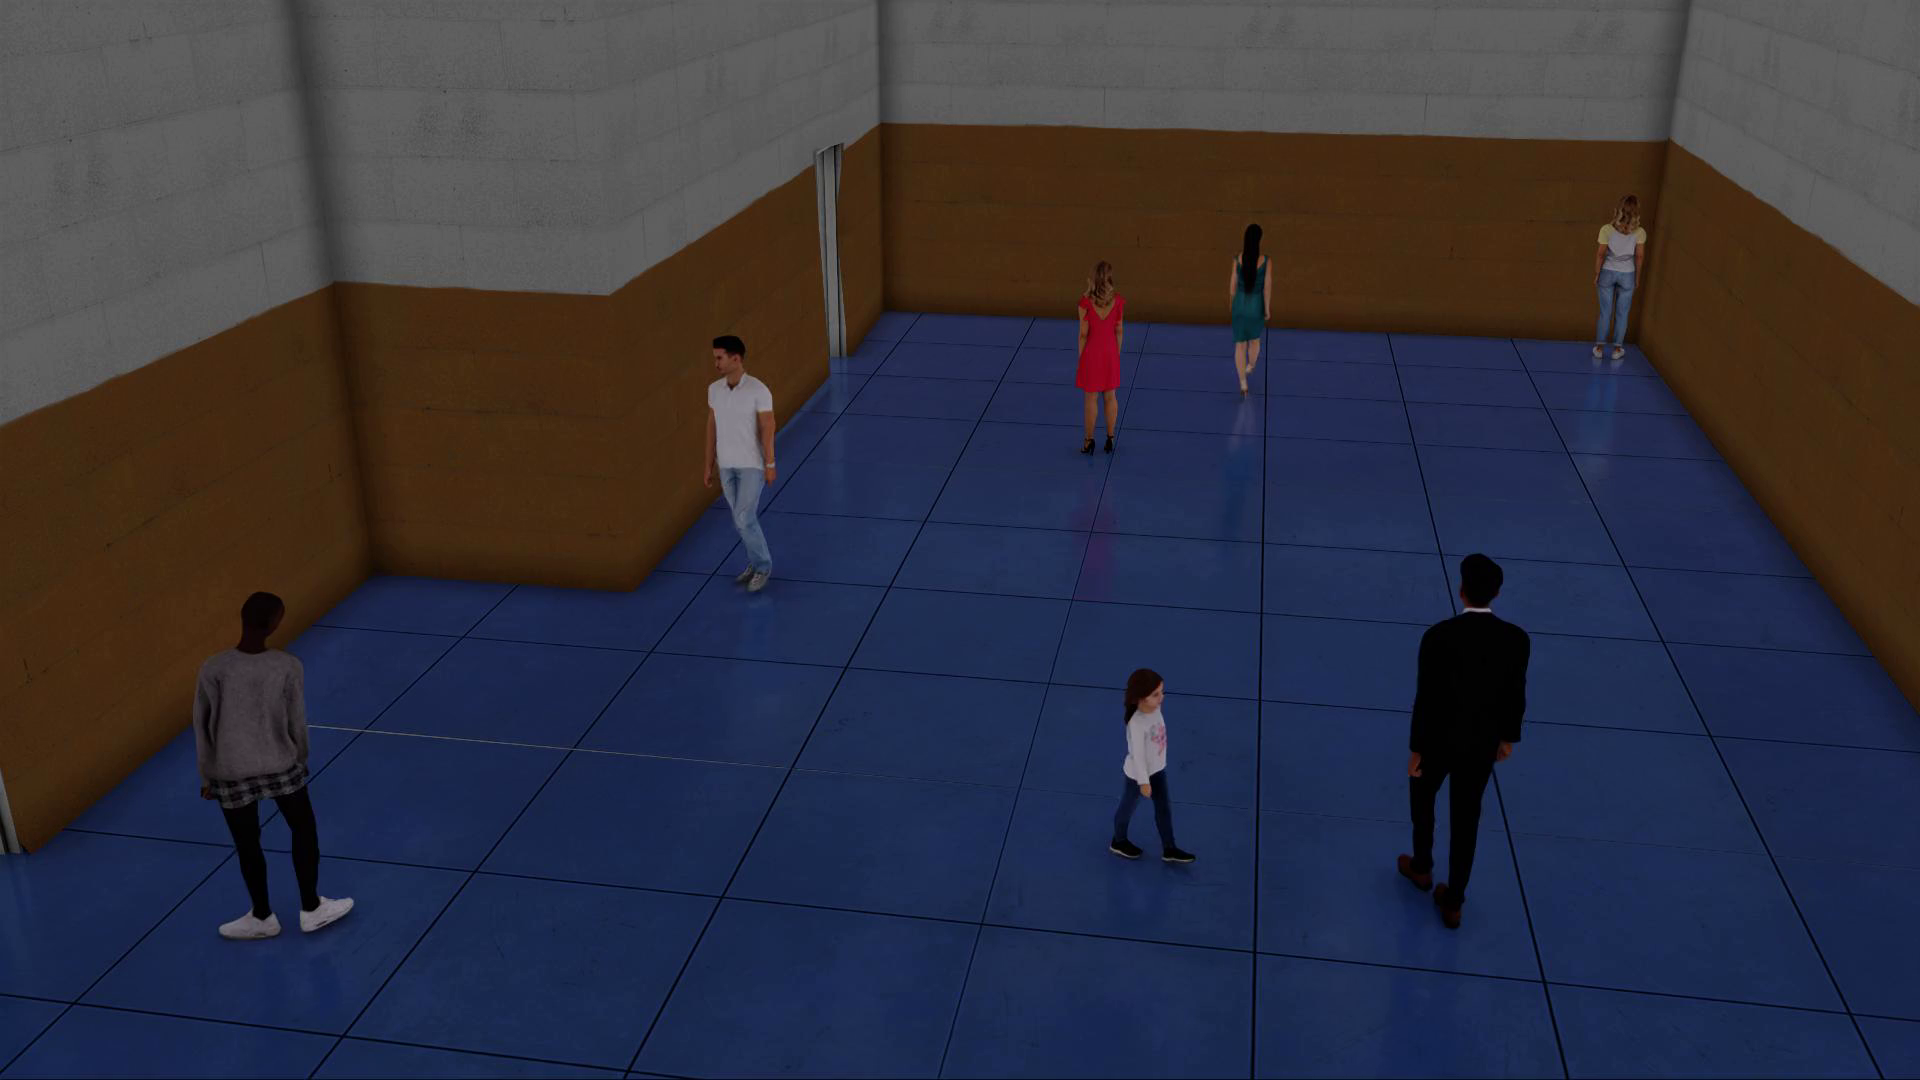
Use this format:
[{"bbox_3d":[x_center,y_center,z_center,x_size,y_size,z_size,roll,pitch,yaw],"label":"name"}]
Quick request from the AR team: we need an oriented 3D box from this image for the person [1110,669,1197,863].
[{"bbox_3d":[0.896,1.154,8.568,0.747,1.093,0.603,14,26,31],"label":"person"}]

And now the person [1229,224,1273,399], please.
[{"bbox_3d":[2.787,-2.176,16.128,0.972,1.635,0.621,3,22,8],"label":"person"}]

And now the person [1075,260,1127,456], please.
[{"bbox_3d":[1.227,-1.596,14.557,0.592,1.729,0.704,-5,22,-11],"label":"person"}]

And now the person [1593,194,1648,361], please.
[{"bbox_3d":[6.895,-2.755,17.431,0.563,1.723,0.731,9,24,21],"label":"person"}]

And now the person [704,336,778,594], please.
[{"bbox_3d":[-1.498,-0.565,11.846,0.786,1.837,0.866,14,26,30],"label":"person"}]

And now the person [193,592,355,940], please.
[{"bbox_3d":[-3.358,1.099,7.827,0.793,1.745,0.887,-20,29,-40],"label":"person"}]

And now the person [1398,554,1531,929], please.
[{"bbox_3d":[2.404,1.001,7.916,0.809,1.863,0.893,-1,22,-2],"label":"person"}]
